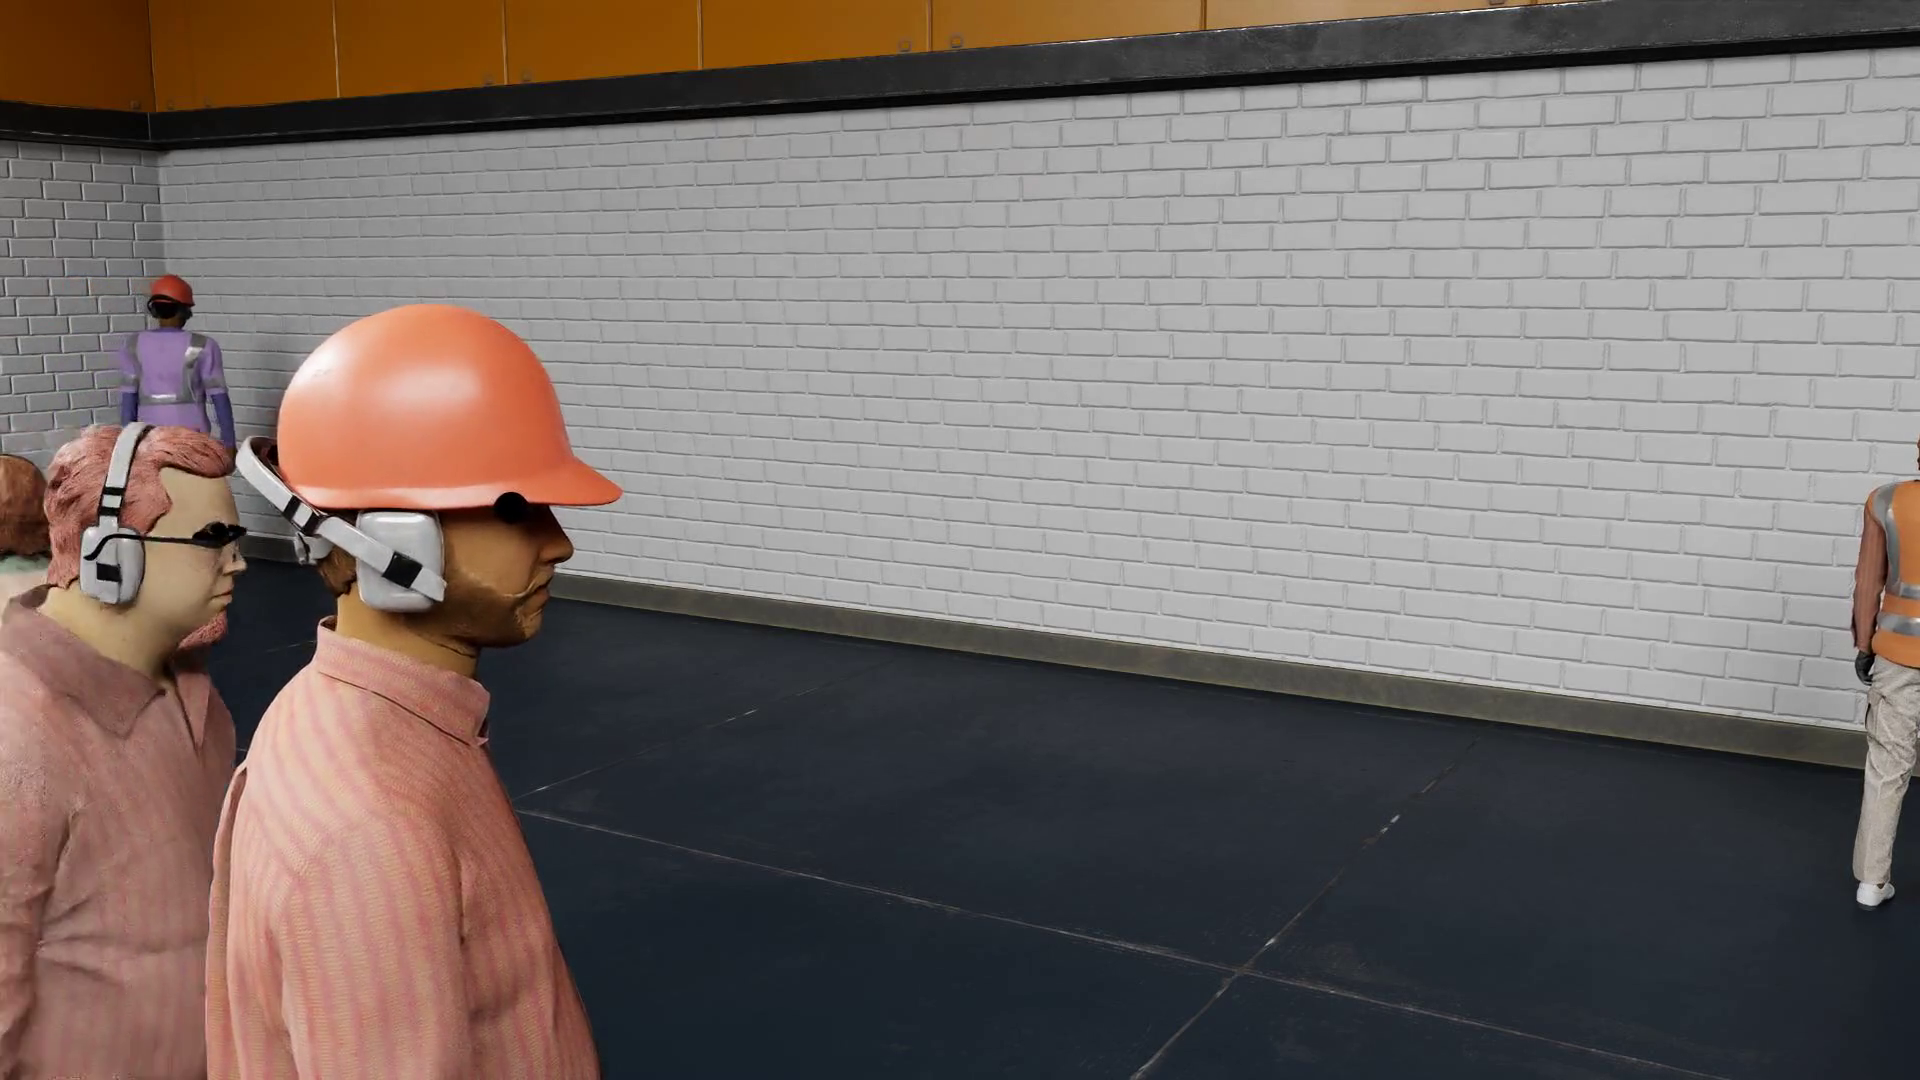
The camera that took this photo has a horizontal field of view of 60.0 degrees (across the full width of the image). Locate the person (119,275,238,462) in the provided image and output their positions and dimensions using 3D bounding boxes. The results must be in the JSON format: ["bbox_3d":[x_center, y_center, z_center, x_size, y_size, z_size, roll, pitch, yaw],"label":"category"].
[{"bbox_3d":[-4.964,-0.680,10.685,0.627,1.999,0.955,0,9,-2],"label":"person"}]

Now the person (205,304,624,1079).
[{"bbox_3d":[-0.511,0.771,1.651,0.397,1.992,0.623,-4,10,-21],"label":"person"}]

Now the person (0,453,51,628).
[{"bbox_3d":[-2.118,0.608,3.809,0.523,1.626,0.367,-7,11,-36],"label":"person"}]

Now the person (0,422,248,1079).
[{"bbox_3d":[-1.208,0.760,2.224,0.994,1.850,0.671,-2,9,-11],"label":"person"}]

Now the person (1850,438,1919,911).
[{"bbox_3d":[3.035,0.386,5.158,0.306,1.639,0.523,-7,12,-38],"label":"person"}]
